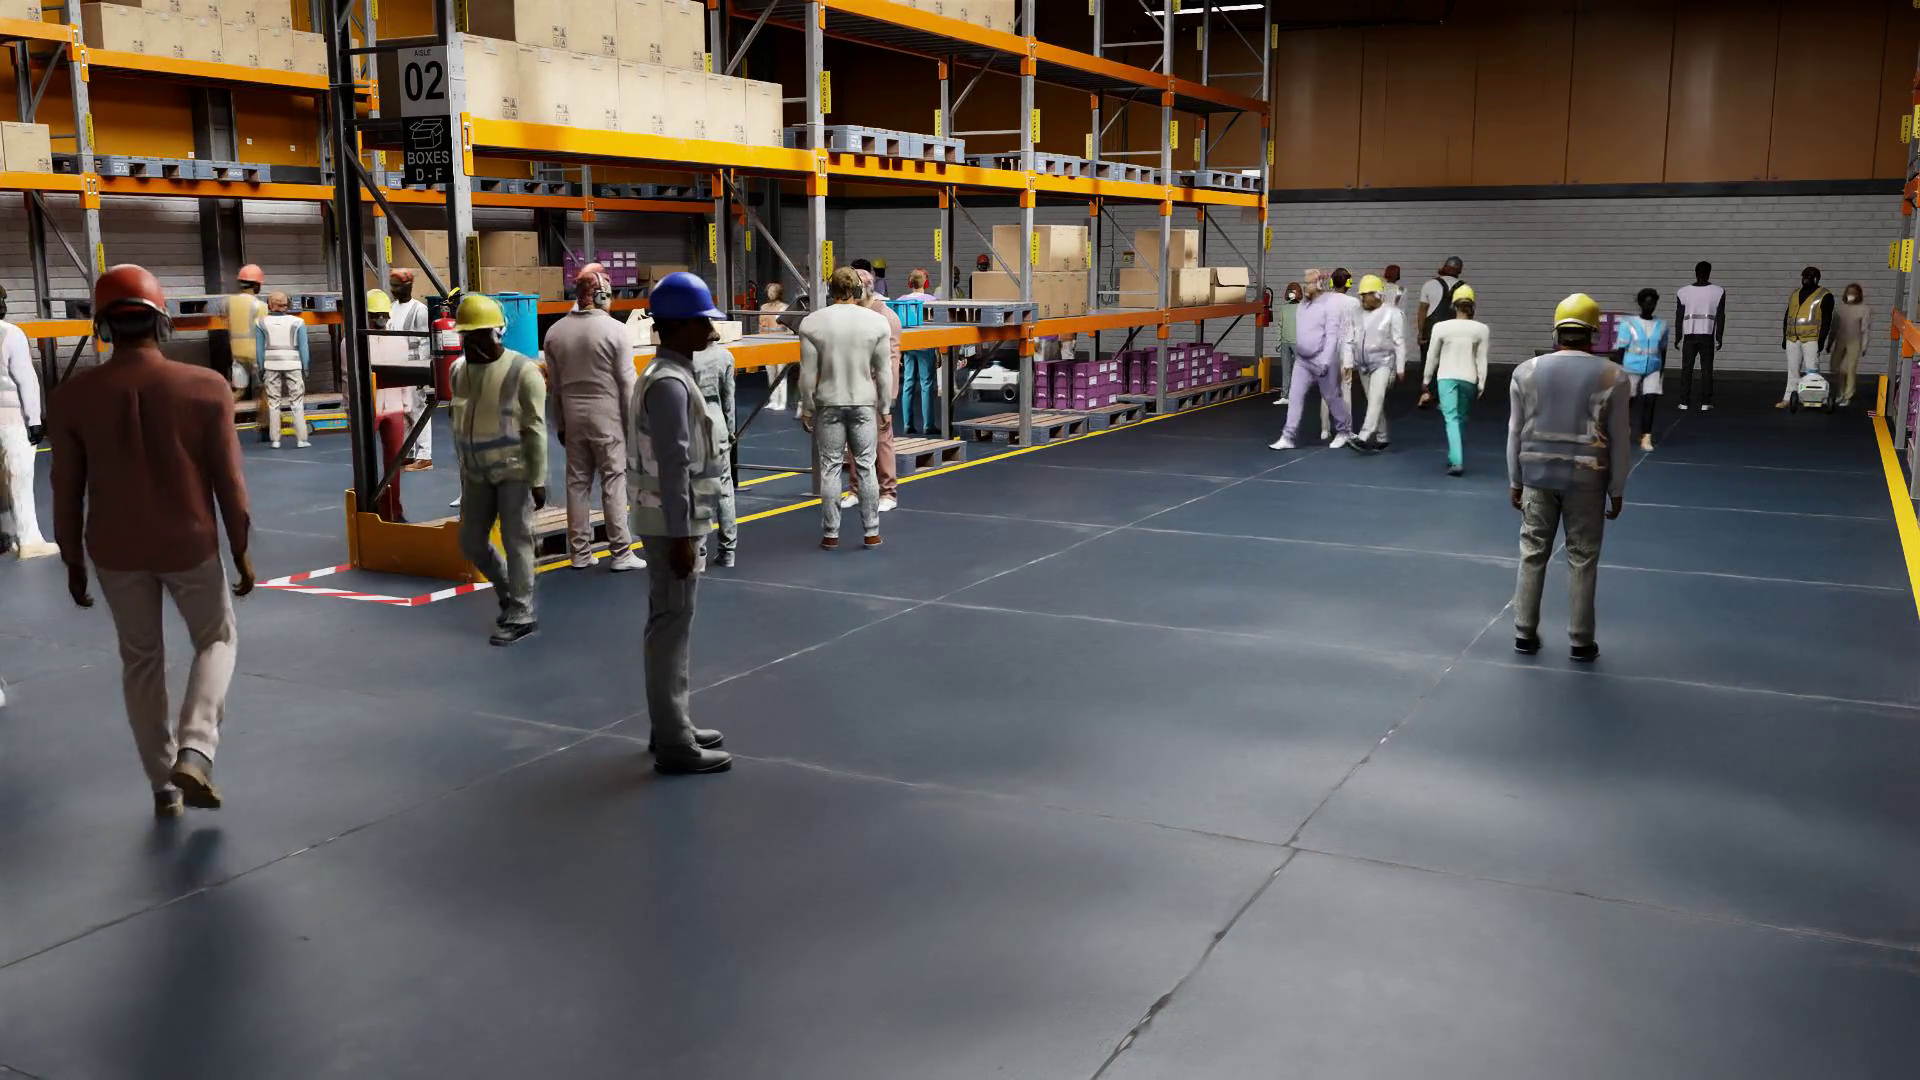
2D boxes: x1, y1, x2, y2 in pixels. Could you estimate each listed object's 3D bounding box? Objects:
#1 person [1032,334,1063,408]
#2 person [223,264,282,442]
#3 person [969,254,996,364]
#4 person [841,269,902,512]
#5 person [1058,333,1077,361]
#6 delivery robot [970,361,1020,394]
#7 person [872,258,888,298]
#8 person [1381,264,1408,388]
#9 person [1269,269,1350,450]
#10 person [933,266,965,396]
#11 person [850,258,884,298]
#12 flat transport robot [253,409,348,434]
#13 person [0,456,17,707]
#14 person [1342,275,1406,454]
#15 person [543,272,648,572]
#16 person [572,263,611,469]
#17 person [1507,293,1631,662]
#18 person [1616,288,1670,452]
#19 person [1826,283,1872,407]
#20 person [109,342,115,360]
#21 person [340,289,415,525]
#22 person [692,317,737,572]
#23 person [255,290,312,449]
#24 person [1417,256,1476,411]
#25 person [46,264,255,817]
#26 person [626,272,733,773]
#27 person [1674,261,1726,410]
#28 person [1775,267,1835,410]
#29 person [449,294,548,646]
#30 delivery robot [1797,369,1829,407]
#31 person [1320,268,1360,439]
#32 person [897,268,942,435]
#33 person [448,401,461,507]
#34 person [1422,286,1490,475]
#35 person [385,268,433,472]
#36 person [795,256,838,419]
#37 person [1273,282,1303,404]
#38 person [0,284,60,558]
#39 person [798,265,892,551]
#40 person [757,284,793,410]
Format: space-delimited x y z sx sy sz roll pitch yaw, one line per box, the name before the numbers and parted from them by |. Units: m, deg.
person | 1.133 -2.603 21.244 0.373 1.934 0.551 8 13 40
person | -7.547 -1.948 17.537 0.555 1.914 0.790 3 10 14
person | 0.422 -4.230 30.496 0.625 1.992 0.388 -5 11 -25
person | -0.762 -1.168 13.064 0.649 1.900 0.395 7 12 35
person | 1.358 -2.720 22.617 0.541 1.696 0.315 5 11 28
delivery robot | 0.496 -2.184 22.532 0.707 0.478 0.477 2 10 14
person | -1.428 -3.992 29.306 0.360 1.930 0.587 -6 12 -32
person | 6.356 -3.170 24.779 0.586 1.862 0.827 5 11 27
person | 3.676 -1.851 17.133 0.980 1.865 0.651 -7 12 -34
person | -0.121 -2.950 23.528 0.429 1.841 0.634 6 11 30
person | -1.043 -1.988 17.599 0.612 1.965 0.362 7 12 36
flat transport robot | -7.179 -1.357 18.851 1.431 0.197 0.652 -8 12 -37
person | -4.368 -0.103 7.027 0.553 1.843 0.719 2 10 9
person | 4.081 -1.737 16.650 0.924 1.787 0.591 -9 13 -41
person | -2.296 -0.743 10.582 0.636 1.903 0.404 4 10 21
person | -3.382 -1.606 15.498 0.408 1.924 0.599 -8 13 -39
person | 3.025 -0.308 8.301 0.589 1.823 0.405 6 12 32
person | 7.006 -1.767 17.145 0.536 1.670 0.721 1 10 3
person | 11.711 -2.571 21.929 0.344 1.623 0.541 -7 12 -36
person | -7.979 -1.679 16.176 0.788 1.834 0.542 -7 12 -34
person | -4.198 -0.928 12.048 0.330 1.765 0.533 9 13 42
person | -1.659 -0.671 10.621 0.493 1.741 0.311 -9 13 -42
person | -6.996 -1.755 17.200 0.518 1.637 0.314 -2 10 -12
person | 6.260 -2.694 21.469 0.720 2.000 0.675 2 10 9
person | -2.837 0.030 5.854 0.642 1.980 0.520 -3 10 -16
person | -1.107 -0.071 6.551 0.403 1.948 0.605 -2 10 -10
person | 9.549 -2.634 21.494 0.588 1.914 0.392 5 11 26
person | 10.917 -2.601 21.506 0.429 1.847 0.627 -6 11 -29
person | -2.388 -0.358 8.594 0.619 1.812 0.466 4 11 23
delivery robot | 10.808 -1.929 21.067 0.477 0.478 0.707 5 11 25
person | 4.107 -2.014 18.046 0.520 1.865 0.328 6 11 30
person | -0.460 -2.092 18.543 0.567 1.848 0.386 5 11 27
person | -3.840 -1.068 13.217 0.514 1.640 0.310 3 10 16
person | 4.574 -1.468 15.301 0.532 1.723 0.902 0 10 1
person | -5.141 -1.578 15.464 0.575 1.884 0.355 8 12 37
person | -1.647 -2.473 20.344 0.637 1.988 1.041 9 13 43
person | 4.410 -2.601 22.097 0.275 1.636 0.507 -9 13 -42
person | -6.359 -0.794 11.042 0.626 1.847 0.429 2 10 12
person | -0.776 -0.890 11.321 0.631 1.938 0.362 -1 10 -4
person | -2.413 -2.491 21.530 0.527 1.627 0.485 6 12 32
